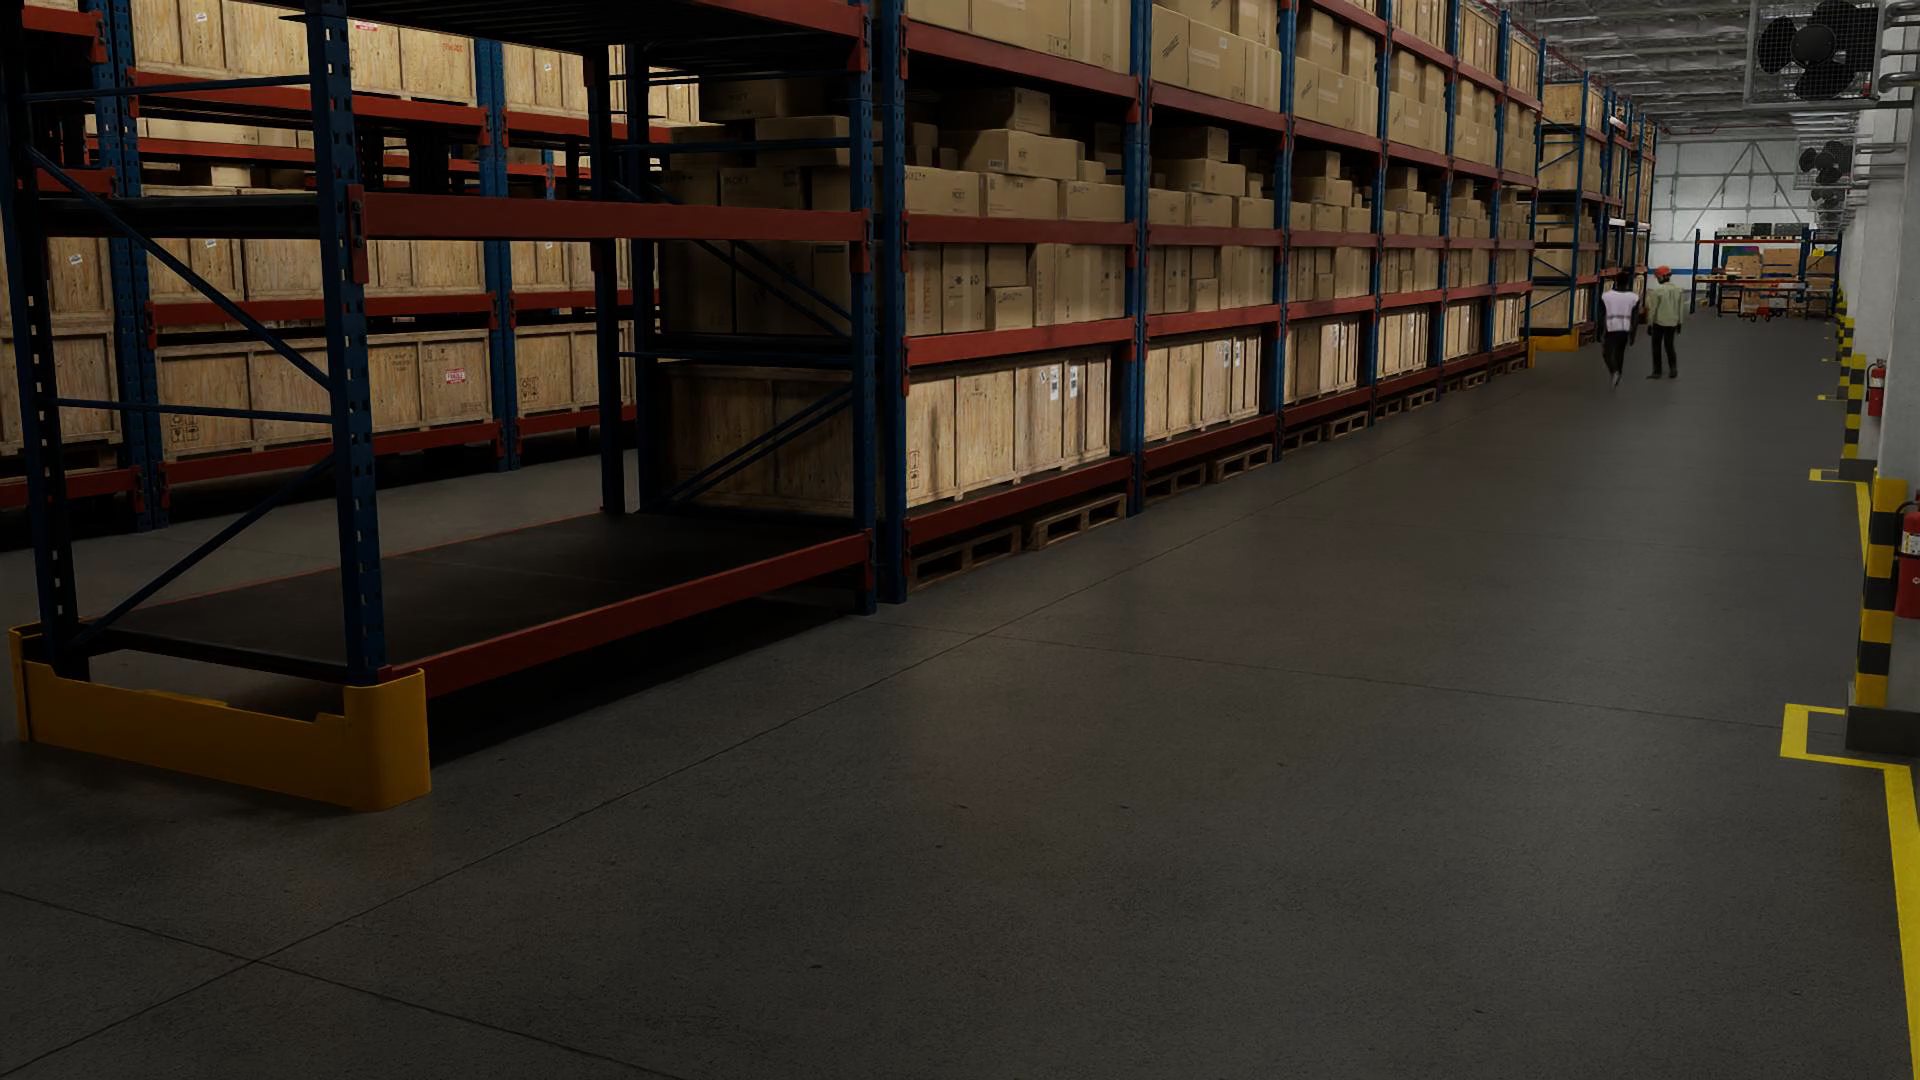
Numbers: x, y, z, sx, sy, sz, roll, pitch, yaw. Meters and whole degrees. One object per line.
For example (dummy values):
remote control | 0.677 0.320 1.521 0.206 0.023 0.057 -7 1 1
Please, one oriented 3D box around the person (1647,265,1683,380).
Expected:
person | 12.123 -3.743 28.654 0.646 1.971 0.424 -3 10 -15

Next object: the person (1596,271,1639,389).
person | 10.501 -3.342 26.548 0.599 1.893 0.649 1 10 8
